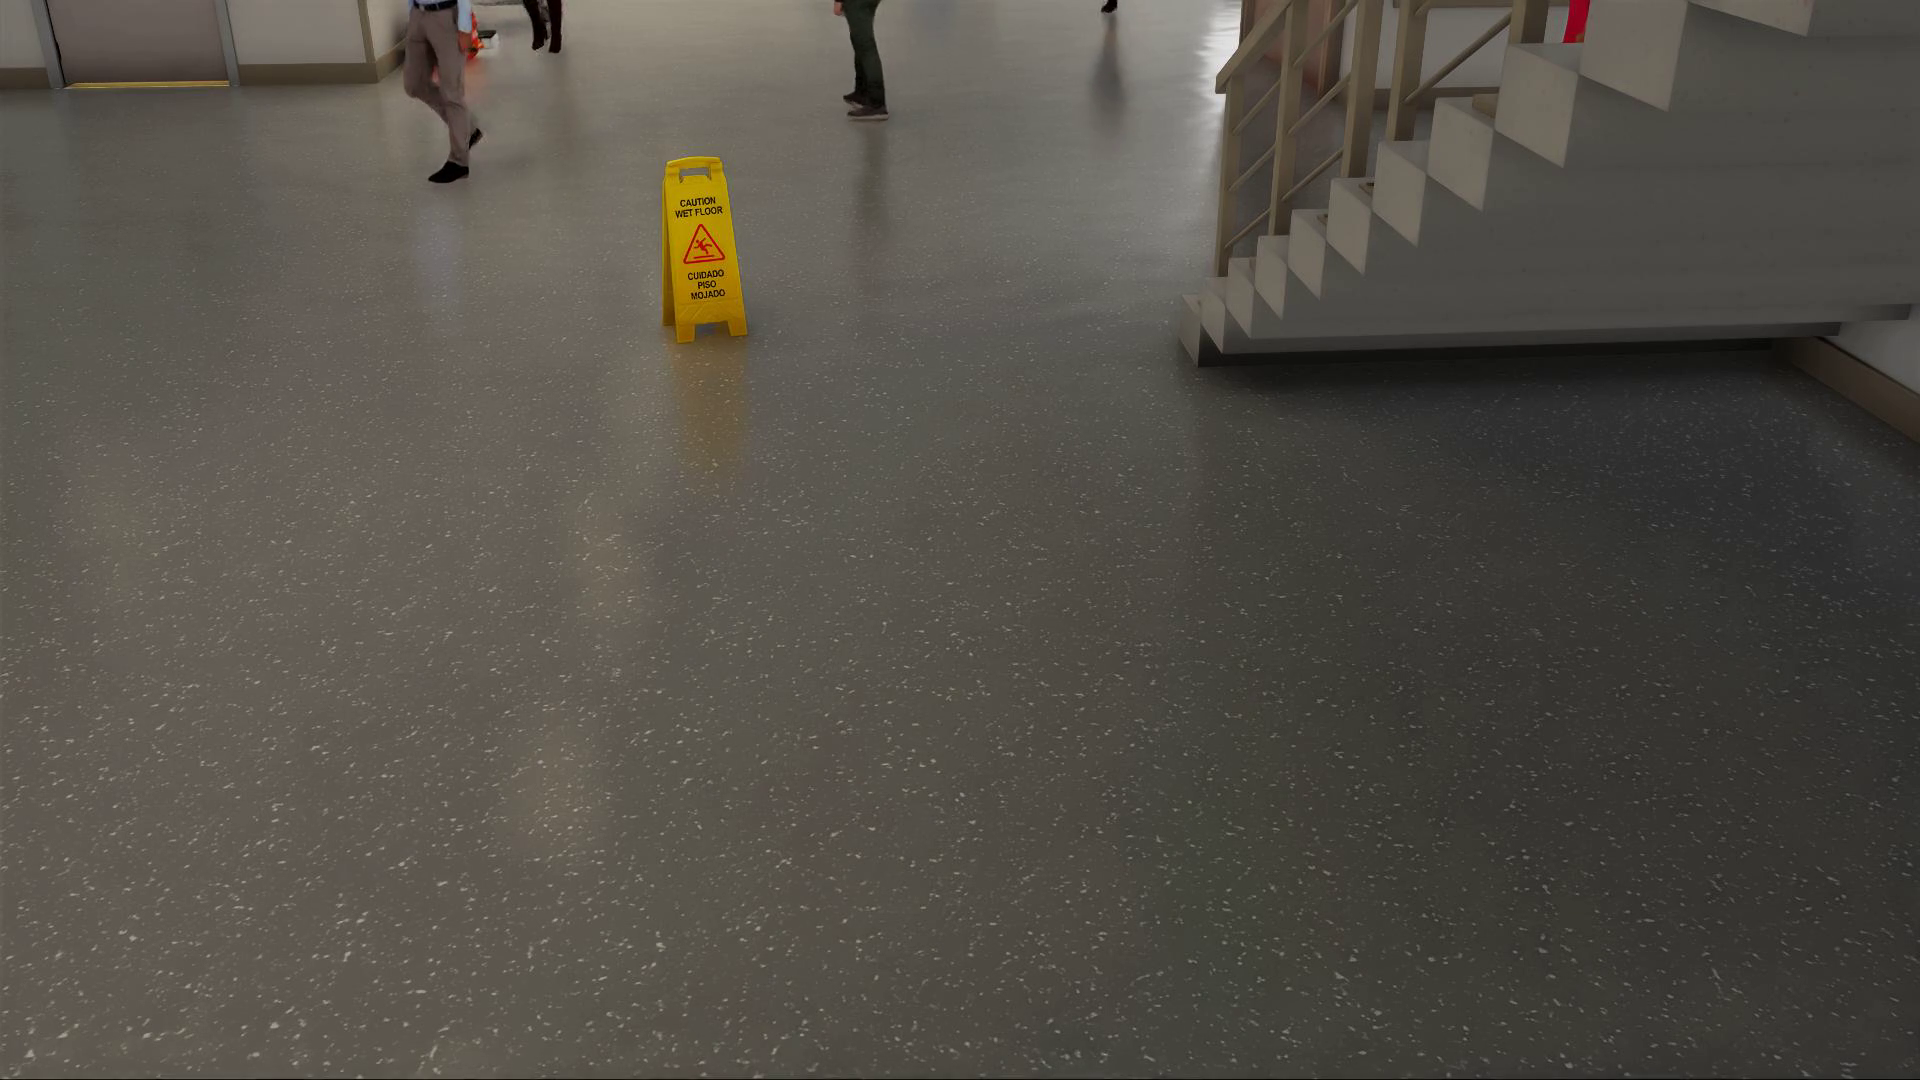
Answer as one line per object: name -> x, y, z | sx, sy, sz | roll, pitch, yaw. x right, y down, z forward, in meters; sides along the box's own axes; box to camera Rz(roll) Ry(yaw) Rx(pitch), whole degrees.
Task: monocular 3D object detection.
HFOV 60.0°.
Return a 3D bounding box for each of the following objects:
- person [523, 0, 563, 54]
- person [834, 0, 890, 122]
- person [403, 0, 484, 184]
person -> -3.501, -4.968, 13.948 | 0.635, 1.697, 0.633 | 1, 26, 3
person -> -0.656, -3.749, 11.494 | 0.864, 1.634, 0.823 | 14, 29, 26
person -> -3.031, -3.064, 9.845 | 0.859, 1.832, 0.935 | 14, 29, 26
